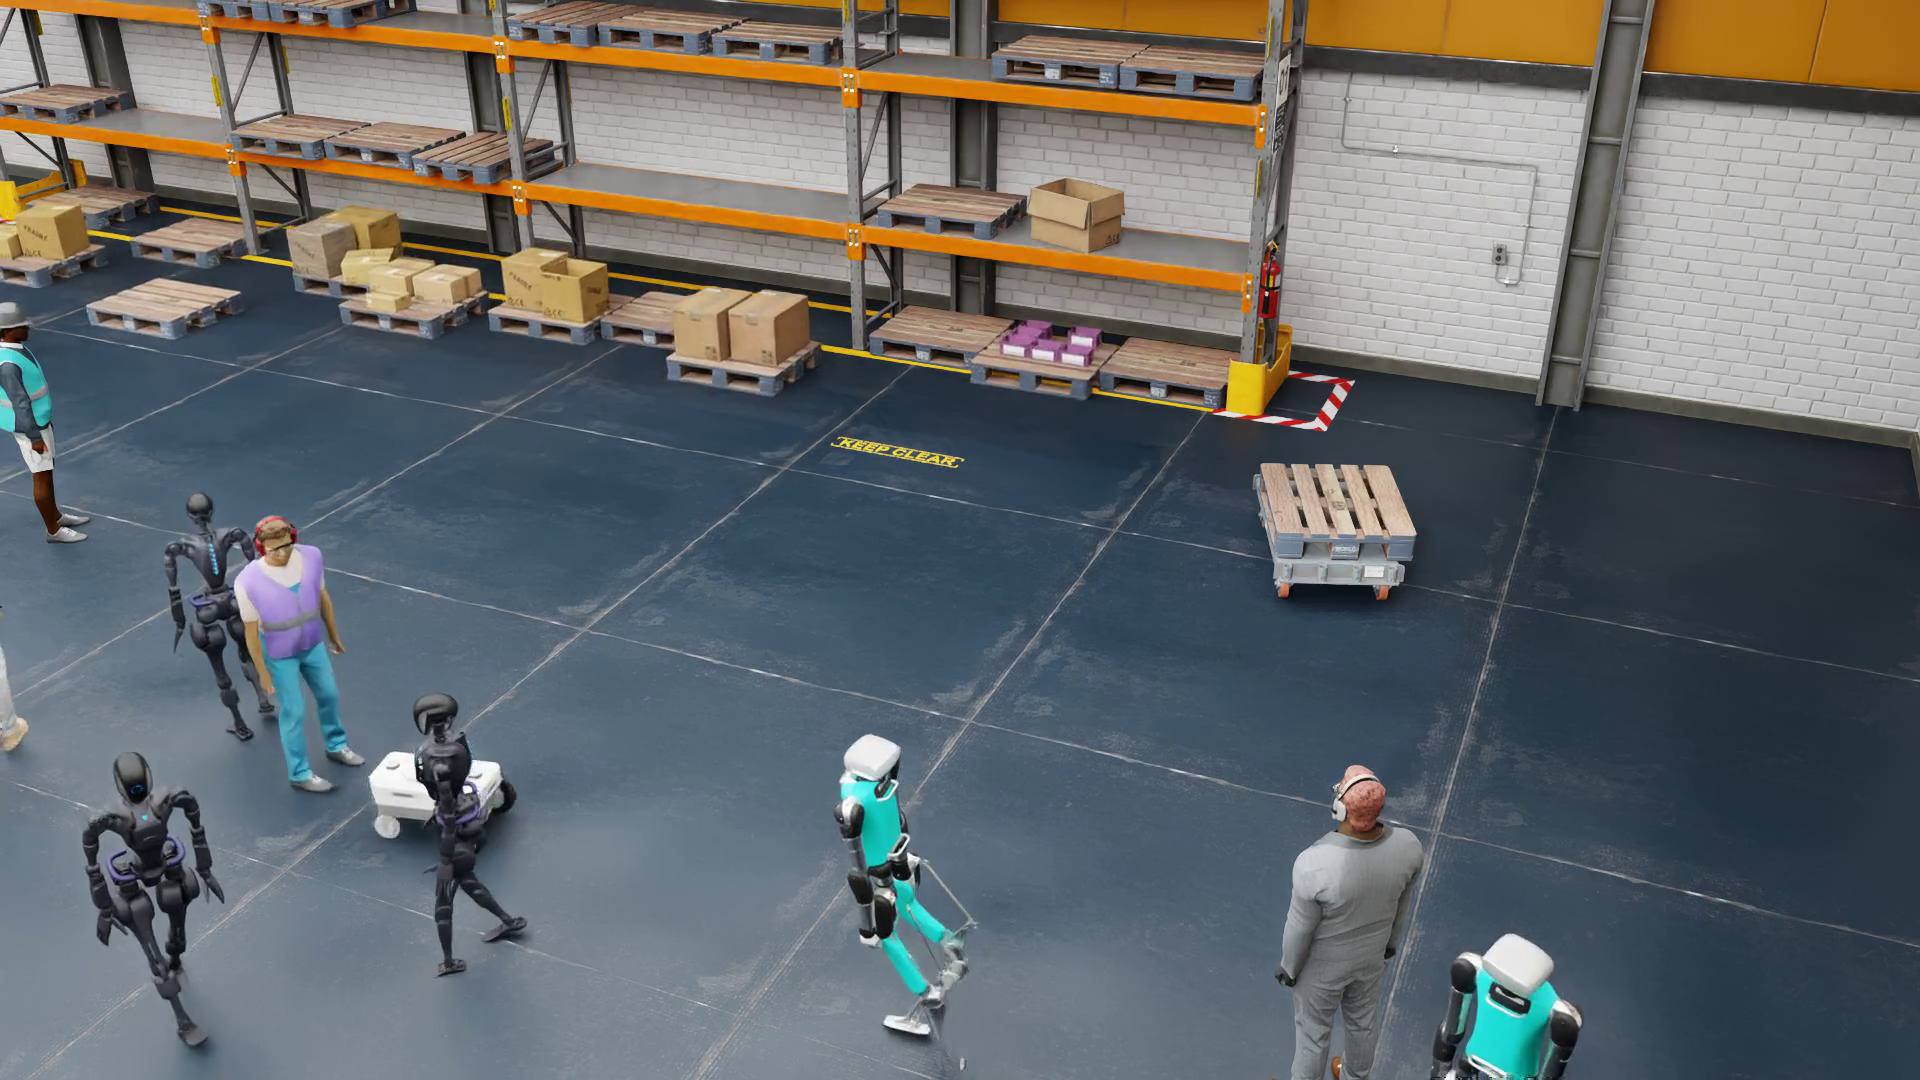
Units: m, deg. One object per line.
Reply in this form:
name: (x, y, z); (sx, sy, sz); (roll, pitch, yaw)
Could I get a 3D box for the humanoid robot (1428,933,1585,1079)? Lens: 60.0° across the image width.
humanoid robot: (1.962, 2.457, 6.606); (0.558, 1.813, 0.881); (22, 35, 36)

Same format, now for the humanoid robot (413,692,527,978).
humanoid robot: (-2.618, 1.488, 8.541); (0.597, 1.645, 0.602); (-8, 28, -15)

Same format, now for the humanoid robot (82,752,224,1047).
humanoid robot: (-3.973, 1.693, 8.179); (0.589, 1.617, 0.762); (-22, 35, -36)

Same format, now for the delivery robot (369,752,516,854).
delivery robot: (-3.036, 1.492, 9.747); (0.811, 0.613, 0.499); (5, 28, 9)

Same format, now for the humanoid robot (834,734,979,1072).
humanoid robot: (-0.177, 1.807, 7.950); (0.764, 1.897, 0.545); (10, 29, 18)

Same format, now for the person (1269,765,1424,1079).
person: (1.722, 1.846, 7.568); (0.640, 1.908, 0.412); (-10, 29, -19)

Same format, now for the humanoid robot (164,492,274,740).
humanoid robot: (-4.654, 0.481, 10.468); (0.599, 1.646, 0.358); (-19, 33, -33)

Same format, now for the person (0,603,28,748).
person: (-6.165, 0.481, 10.278); (0.437, 1.853, 0.445); (-14, 30, -25)

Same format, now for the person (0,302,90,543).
person: (-7.181, -0.899, 12.854); (0.418, 1.939, 0.549); (-10, 29, -19)

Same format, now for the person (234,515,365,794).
person: (-3.983, 0.656, 9.959); (0.428, 1.823, 0.588); (16, 32, 29)

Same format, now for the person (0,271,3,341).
person: (-9.770, -2.708, 16.333); (0.361, 1.963, 0.614); (15, 31, 27)
